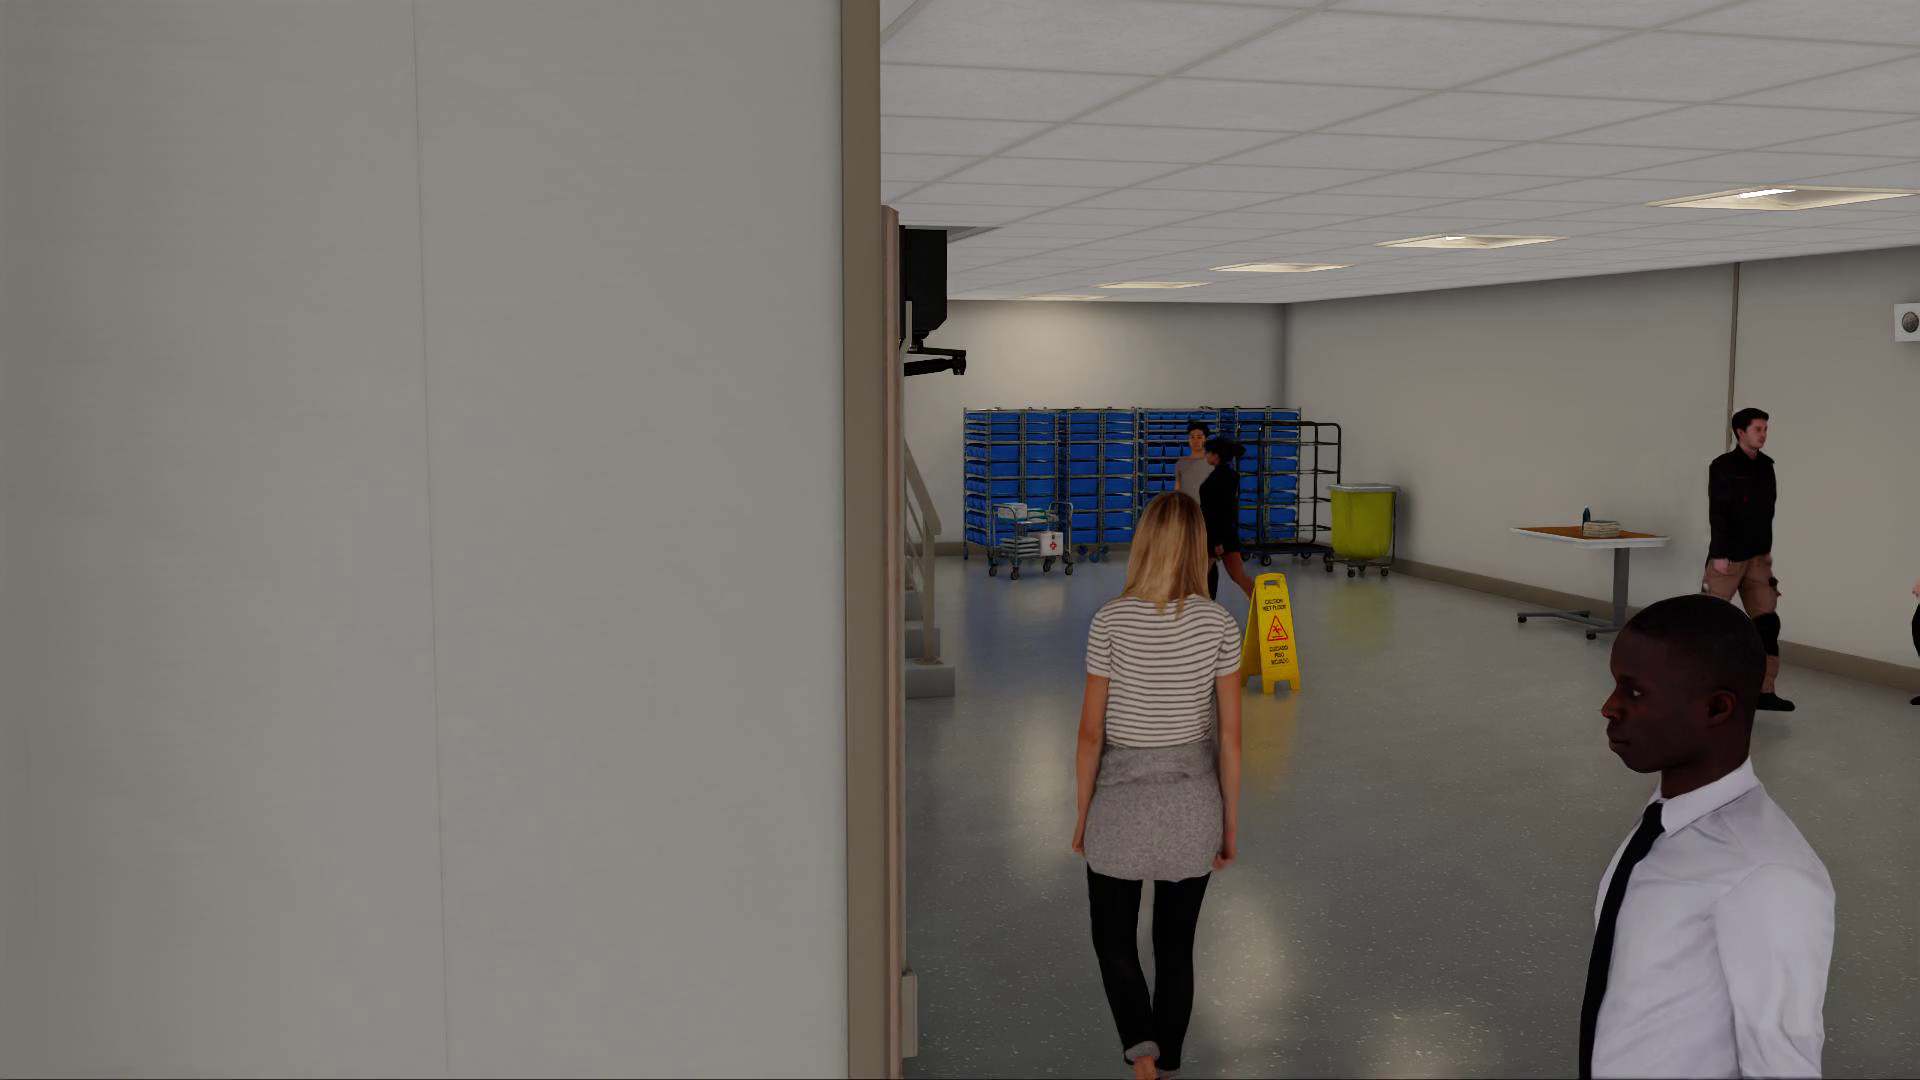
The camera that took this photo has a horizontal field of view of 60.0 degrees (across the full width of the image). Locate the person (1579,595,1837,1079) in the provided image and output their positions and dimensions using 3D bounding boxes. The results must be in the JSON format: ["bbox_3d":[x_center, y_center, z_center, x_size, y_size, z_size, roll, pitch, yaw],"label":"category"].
[{"bbox_3d":[1.061,0.985,2.404,0.765,1.836,0.597,1,6,5],"label":"person"}]

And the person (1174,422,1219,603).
[{"bbox_3d":[2.091,-0.185,14.624,0.671,1.718,0.707,2,6,23],"label":"person"}]

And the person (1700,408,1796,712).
[{"bbox_3d":[4.881,0.135,10.608,0.751,1.886,1.227,-2,6,-19],"label":"person"}]

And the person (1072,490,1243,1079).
[{"bbox_3d":[0.539,0.787,4.481,0.740,1.814,1.013,0,6,-2],"label":"person"}]
